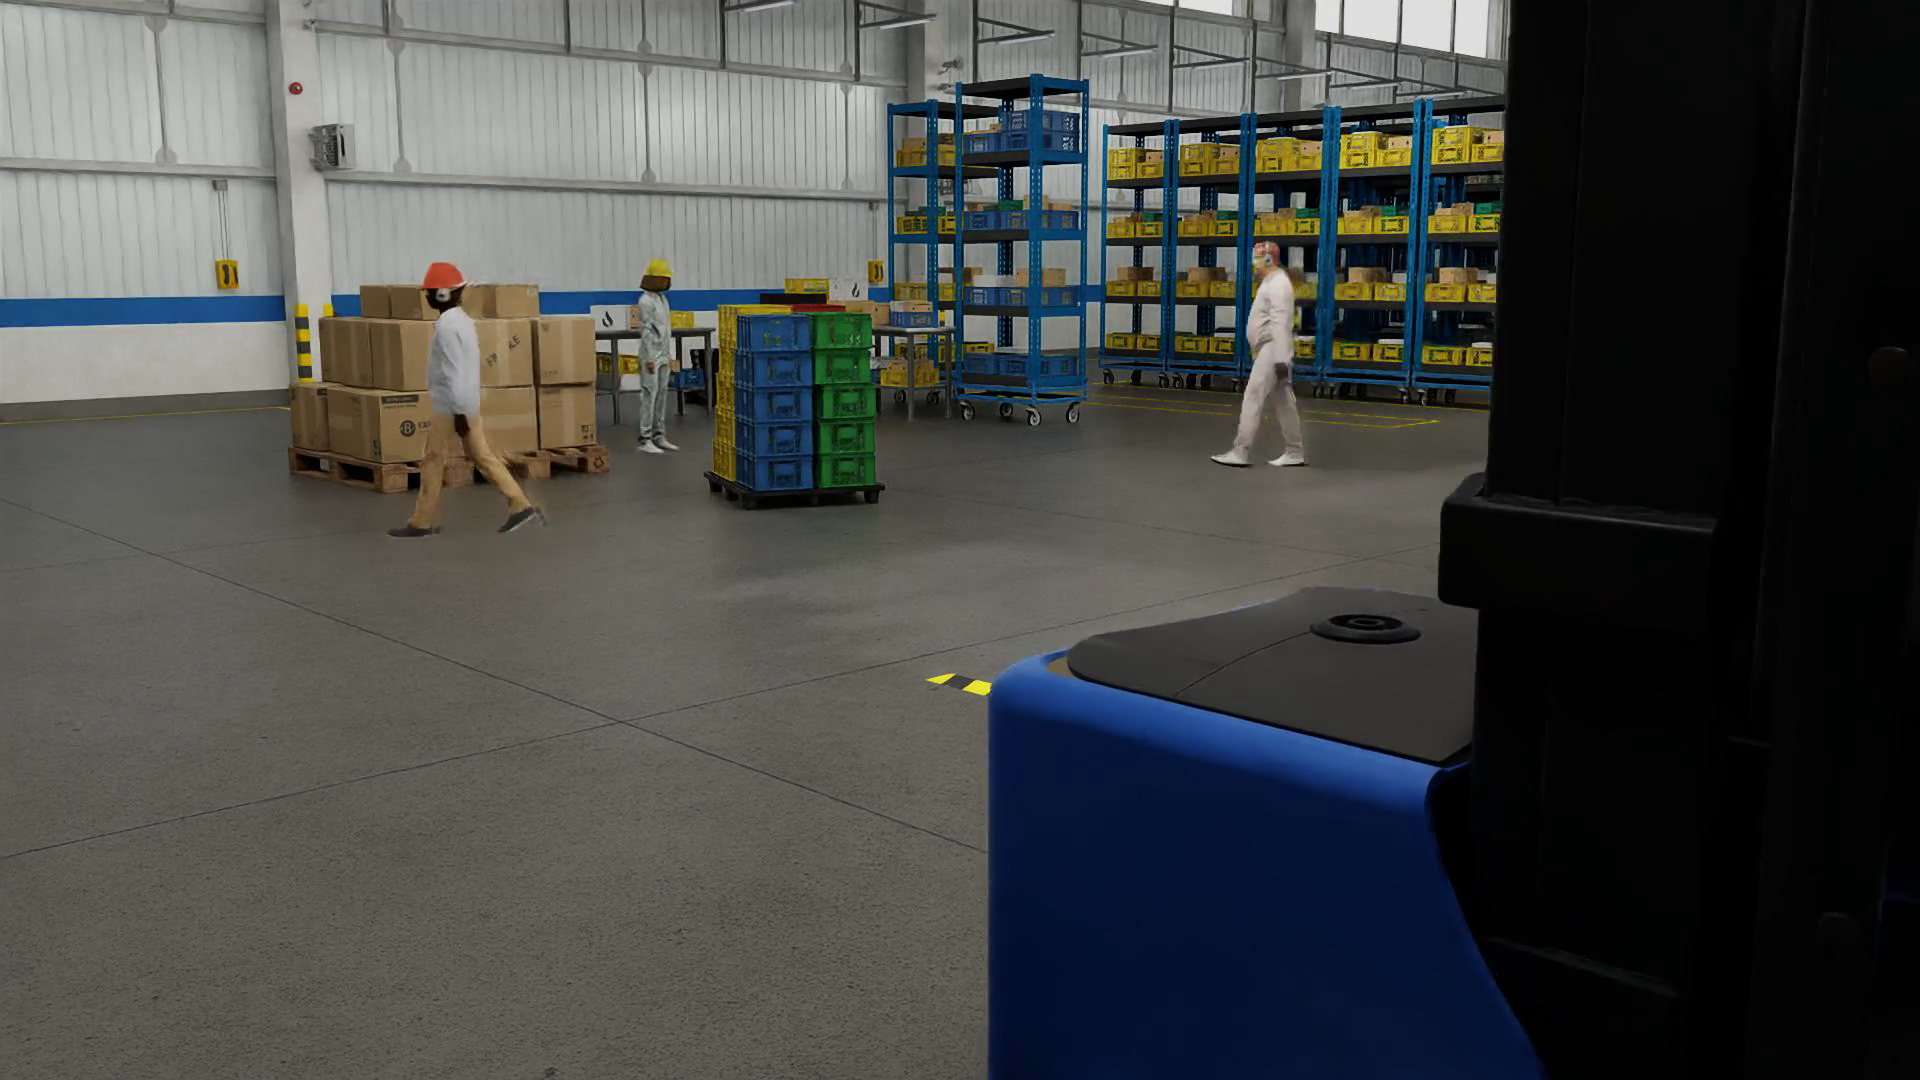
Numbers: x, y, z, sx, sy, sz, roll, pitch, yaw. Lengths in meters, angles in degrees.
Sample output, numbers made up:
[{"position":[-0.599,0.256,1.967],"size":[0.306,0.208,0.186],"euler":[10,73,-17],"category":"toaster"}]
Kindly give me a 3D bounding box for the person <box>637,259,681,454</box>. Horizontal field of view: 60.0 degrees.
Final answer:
[{"position":[-2.705,-1.637,14.902],"size":[0.335,1.734,0.493],"euler":[3,10,15],"category":"person"}]

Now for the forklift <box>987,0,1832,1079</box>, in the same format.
[{"position":[1.009,-0.095,2.179],"size":[1.129,2.768,1.873],"euler":[-9,13,-43],"category":"forklift"}]

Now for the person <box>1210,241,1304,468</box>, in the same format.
[{"position":[2.482,-1.529,13.832],"size":[0.898,1.870,0.673],"euler":[1,10,7],"category":"person"}]

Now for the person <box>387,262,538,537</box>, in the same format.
[{"position":[-3.103,-0.867,10.341],"size":[0.891,1.716,0.567],"euler":[-1,9,-3],"category":"person"}]
